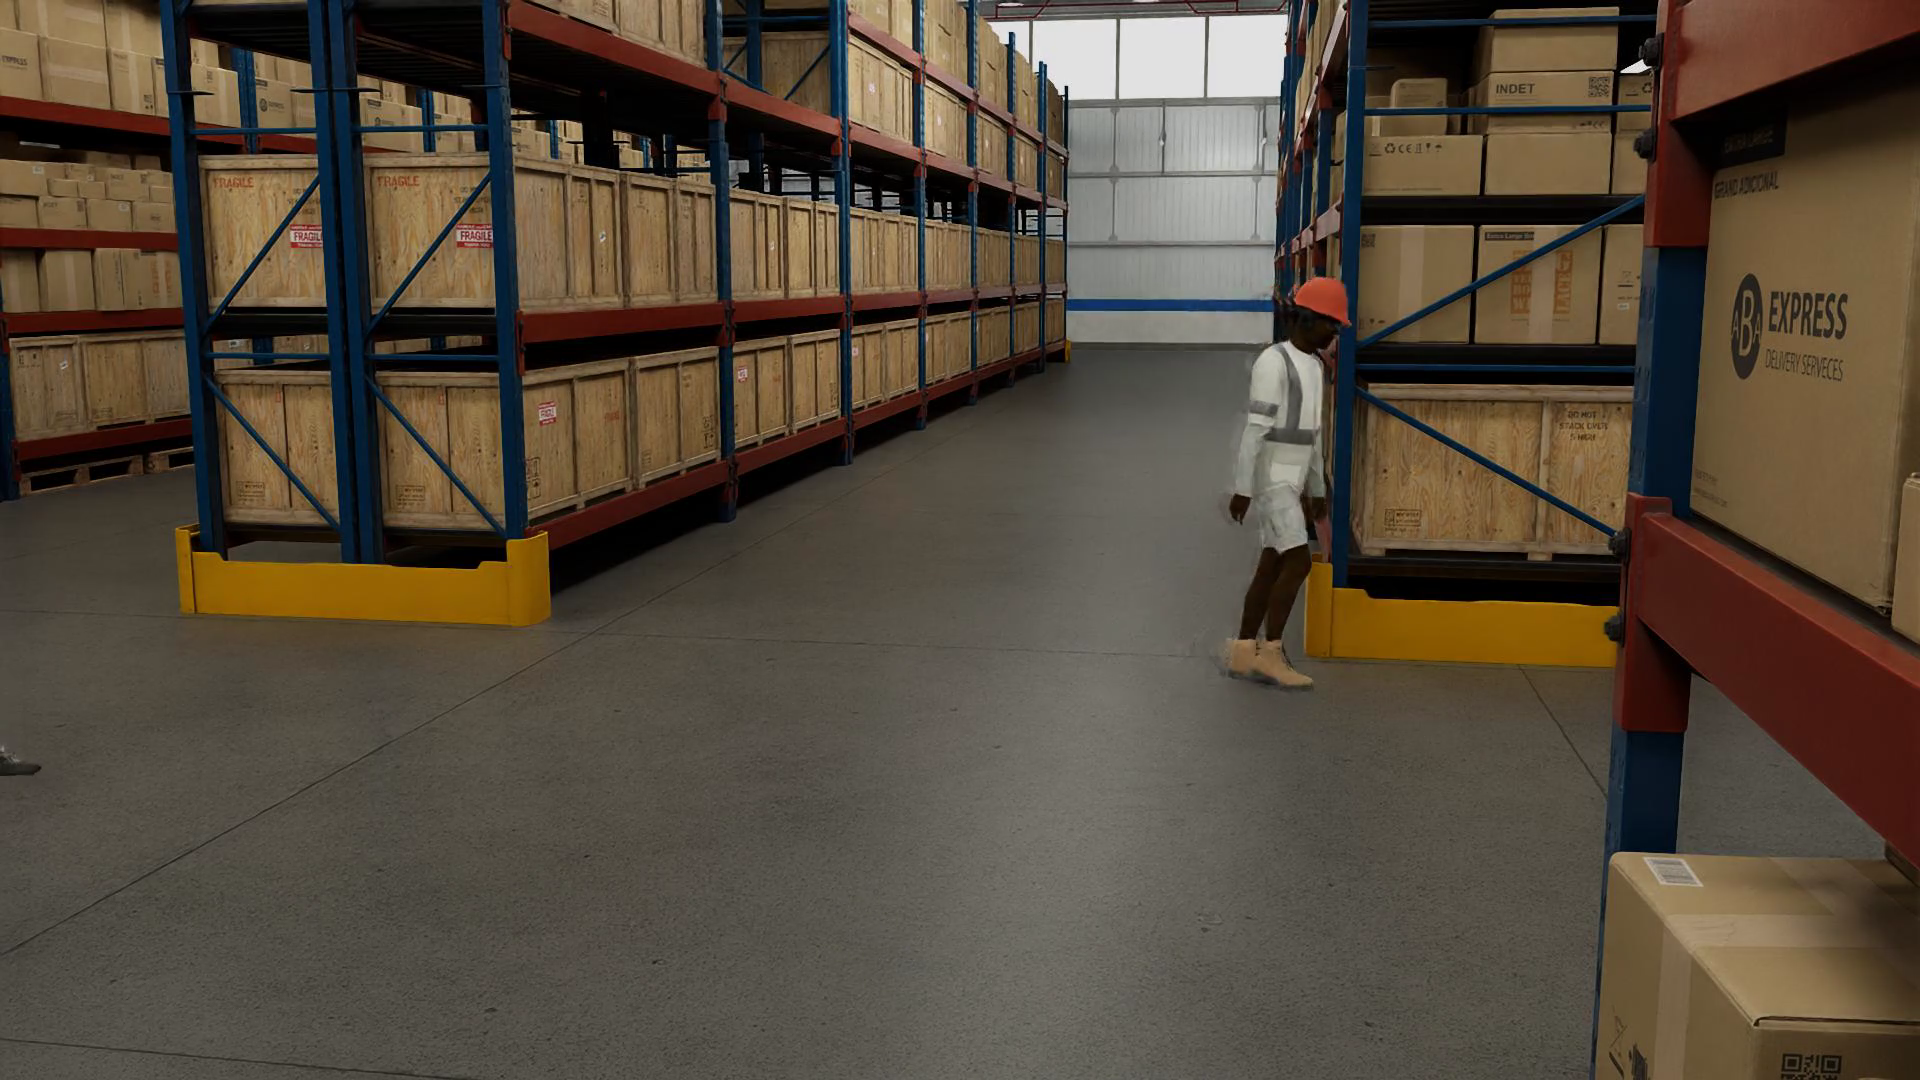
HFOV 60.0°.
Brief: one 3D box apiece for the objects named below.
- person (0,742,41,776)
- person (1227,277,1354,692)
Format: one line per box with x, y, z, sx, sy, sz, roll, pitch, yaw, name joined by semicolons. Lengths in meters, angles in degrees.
-4.238;0.087;6.534;0.942;1.802;0.600;0;9;0;person
1.610;-0.265;8.083;0.644;1.993;0.684;5;11;30;person
